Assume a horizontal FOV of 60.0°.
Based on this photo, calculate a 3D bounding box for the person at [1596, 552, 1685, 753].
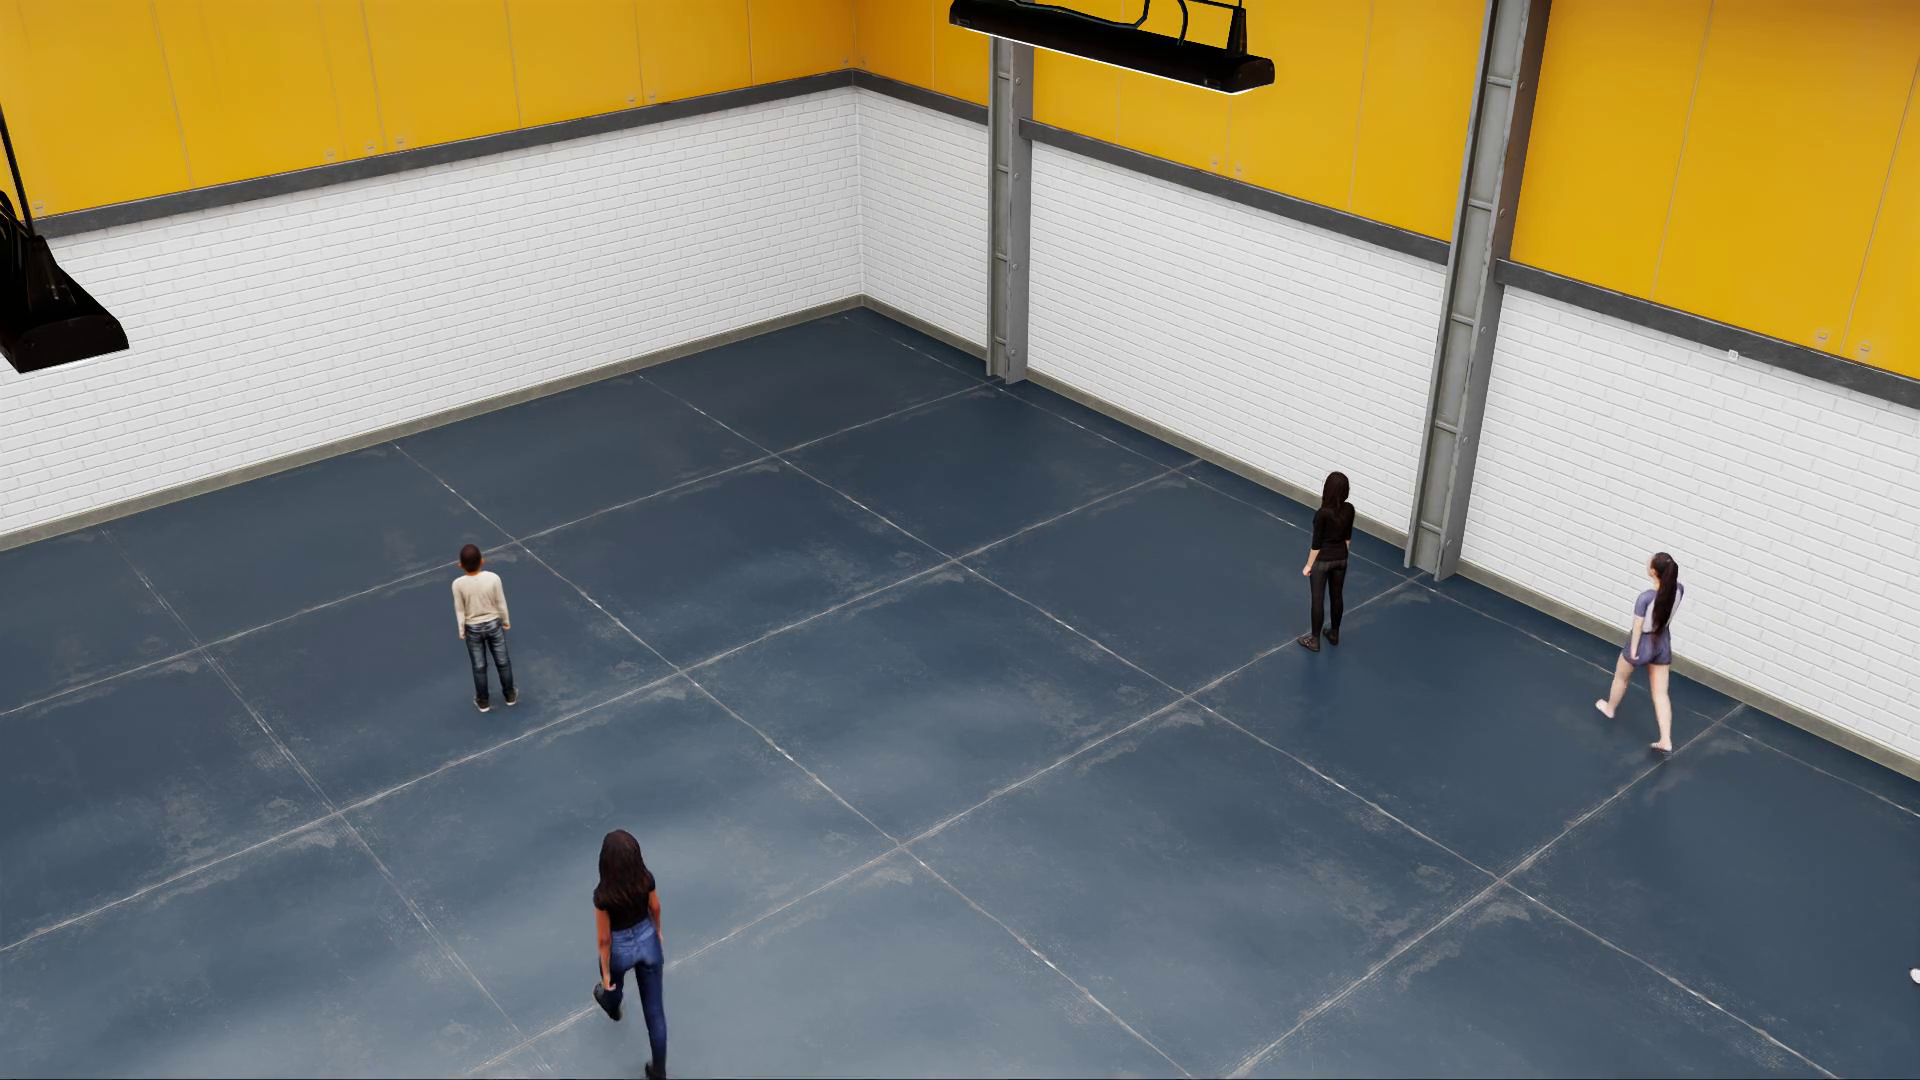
[{"bbox_3d":[5.353,0.885,12.762,0.923,1.608,1.153,-6,29,-10],"label":"person"}]

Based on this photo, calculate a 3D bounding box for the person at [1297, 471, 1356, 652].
[{"bbox_3d":[3.120,0.175,14.028,0.632,1.642,0.585,-13,31,-22],"label":"person"}]

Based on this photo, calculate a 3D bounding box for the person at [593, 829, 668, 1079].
[{"bbox_3d":[-1.871,2.498,9.715,0.721,1.694,1.164,-16,33,-28],"label":"person"}]

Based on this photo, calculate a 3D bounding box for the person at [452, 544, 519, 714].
[{"bbox_3d":[-3.801,0.699,13.254,0.614,1.463,0.593,-11,30,-19],"label":"person"}]
